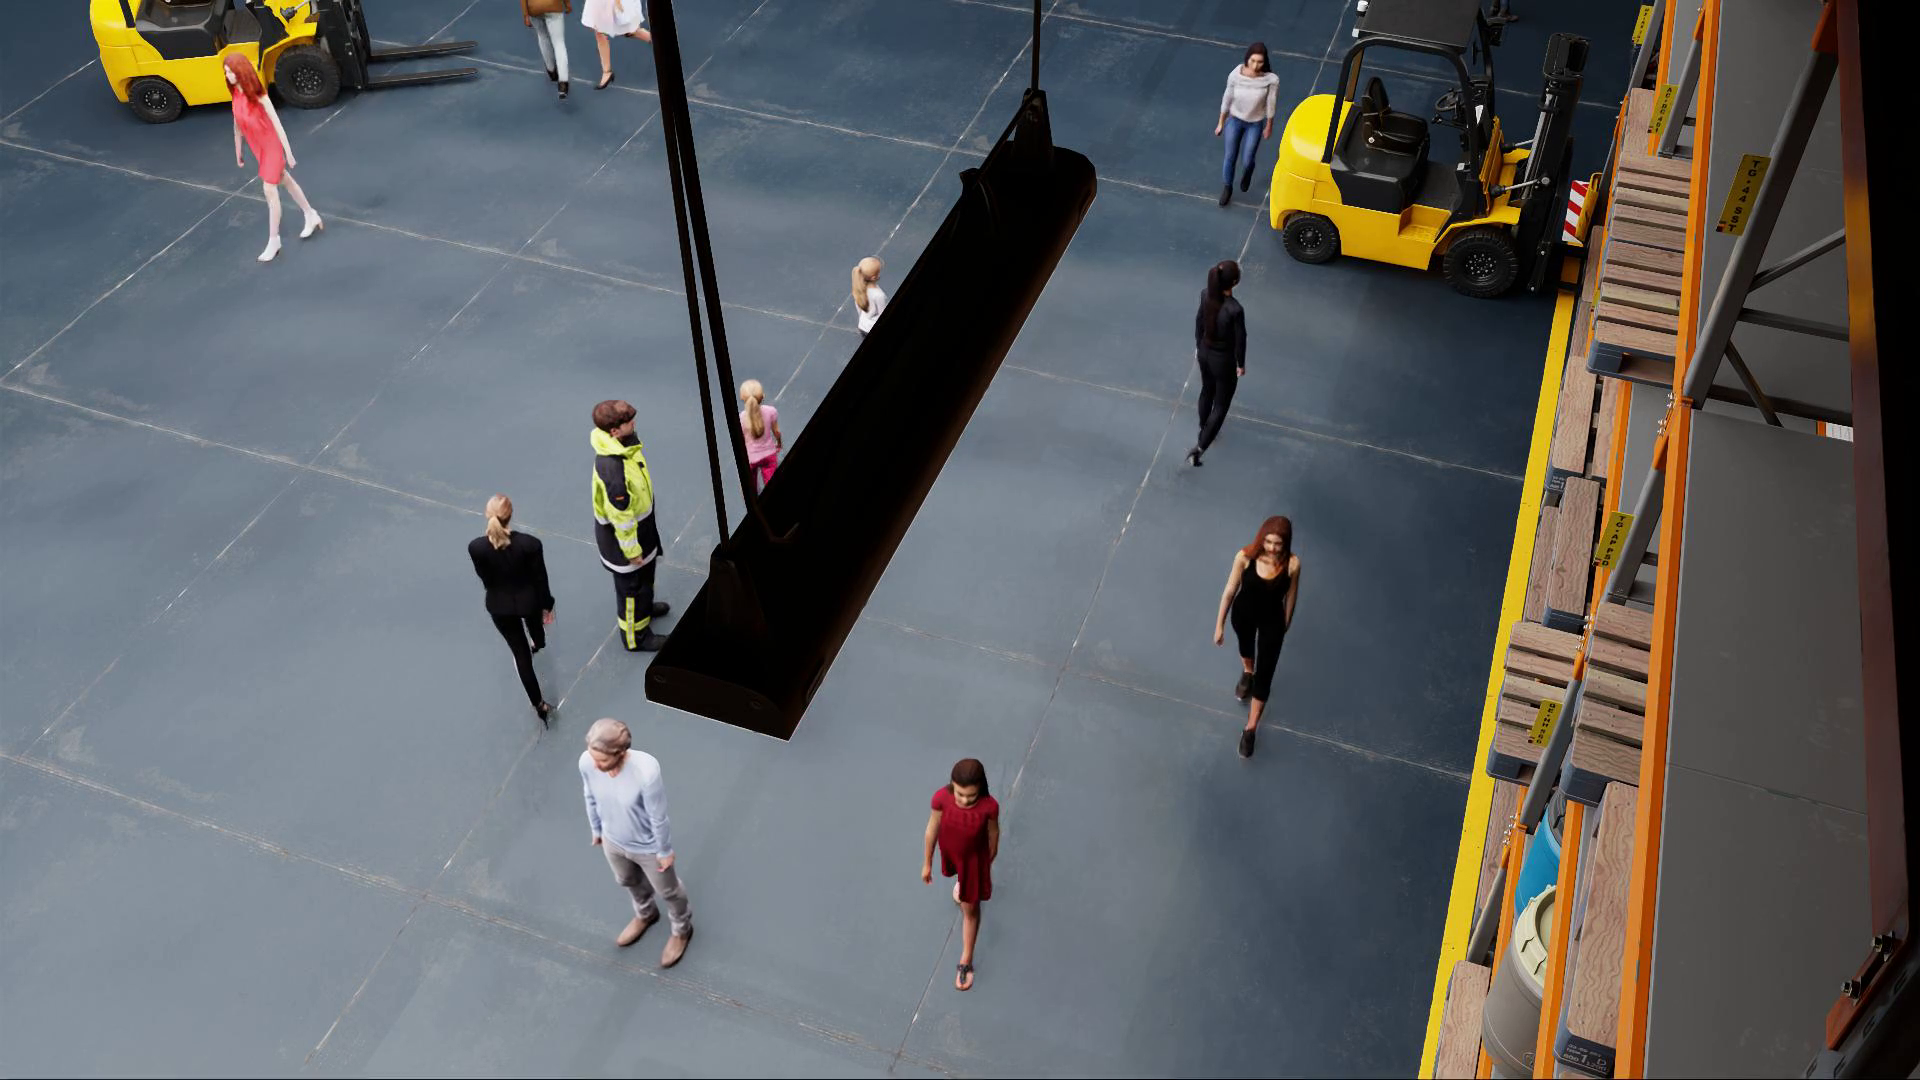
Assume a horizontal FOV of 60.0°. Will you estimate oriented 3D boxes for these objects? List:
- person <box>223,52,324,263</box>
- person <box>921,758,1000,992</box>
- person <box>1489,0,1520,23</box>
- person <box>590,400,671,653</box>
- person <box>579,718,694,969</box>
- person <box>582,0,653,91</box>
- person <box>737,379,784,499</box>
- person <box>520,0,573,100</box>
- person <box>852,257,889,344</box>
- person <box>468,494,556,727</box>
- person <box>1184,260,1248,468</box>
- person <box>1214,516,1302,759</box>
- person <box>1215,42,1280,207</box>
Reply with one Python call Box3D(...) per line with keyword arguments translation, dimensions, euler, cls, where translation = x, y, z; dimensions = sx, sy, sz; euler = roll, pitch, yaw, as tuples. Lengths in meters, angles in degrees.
Box3D(translation=(-5.822, -3.341, 14.195), dimensions=(0.758, 1.795, 1.009), euler=(25, 49, 24), cls="person")
Box3D(translation=(0.026, 1.643, 9.170), dimensions=(0.634, 1.509, 1.102), euler=(9, 44, 9), cls="person")
Box3D(translation=(5.812, -6.115, 17.452), dimensions=(0.651, 1.317, 0.567), euler=(-9, 44, -10), cls="person")
Box3D(translation=(-2.153, -0.108, 10.673), dimensions=(0.930, 1.971, 0.784), euler=(-4, 44, -4), cls="person")
Box3D(translation=(-1.738, 1.583, 8.959), dimensions=(0.660, 1.887, 0.583), euler=(16, 46, 16), cls="person")
Box3D(translation=(-3.323, -5.290, 16.246), dimensions=(1.213, 1.786, 1.032), euler=(-28, 50, -26), cls="person")
Box3D(translation=(-1.391, -0.554, 11.669), dimensions=(0.823, 1.242, 0.941), euler=(-12, 45, -12), cls="person")
Box3D(translation=(-3.997, -5.115, 16.065), dimensions=(1.051, 1.783, 1.213), euler=(-11, 45, -11), cls="person")
Box3D(translation=(-0.673, -1.621, 12.763), dimensions=(0.612, 1.279, 0.572), euler=(-32, 52, -29), cls="person")
Box3D(translation=(-2.734, 0.485, 10.277), dimensions=(0.959, 1.658, 1.121), euler=(-10, 44, -10), cls="person")
Box3D(translation=(1.862, -1.286, 12.098), dimensions=(0.845, 1.711, 0.771), euler=(-29, 51, -27), cls="person")
Box3D(translation=(1.869, 0.429, 10.313), dimensions=(0.590, 1.691, 1.022), euler=(16, 46, 16), cls="person")
Box3D(translation=(2.548, -3.700, 14.704), dimensions=(0.658, 1.611, 0.688), euler=(21, 47, 20), cls="person")
